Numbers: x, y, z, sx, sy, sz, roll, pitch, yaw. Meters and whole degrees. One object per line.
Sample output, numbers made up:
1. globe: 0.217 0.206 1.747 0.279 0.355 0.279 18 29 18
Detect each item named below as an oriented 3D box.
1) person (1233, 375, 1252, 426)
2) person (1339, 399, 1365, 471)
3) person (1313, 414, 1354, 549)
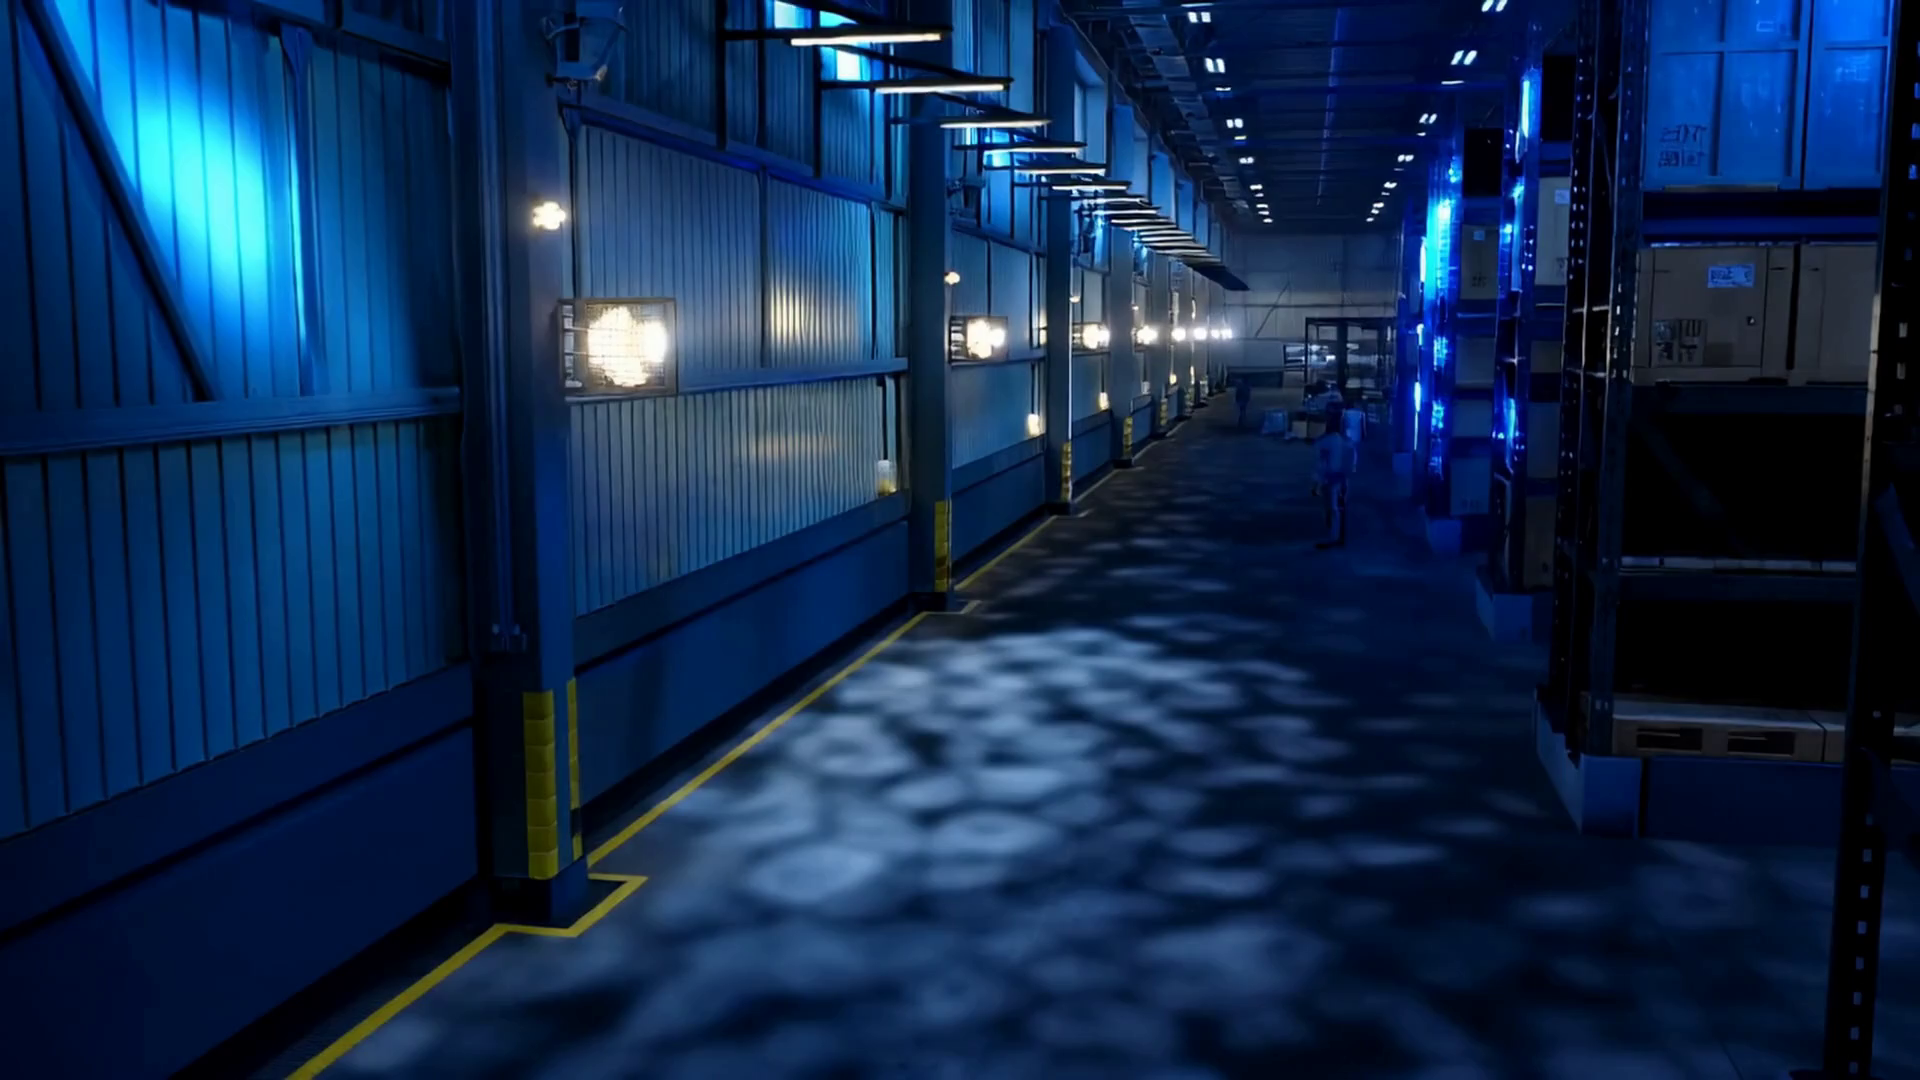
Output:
1. person: 9.372 -4.634 55.158 0.599 1.700 0.895 2 7 14
2. person: 8.722 -2.328 37.019 0.542 1.623 0.404 1 7 8
3. person: 5.329 -0.838 23.836 0.631 1.940 0.372 -4 8 -27
